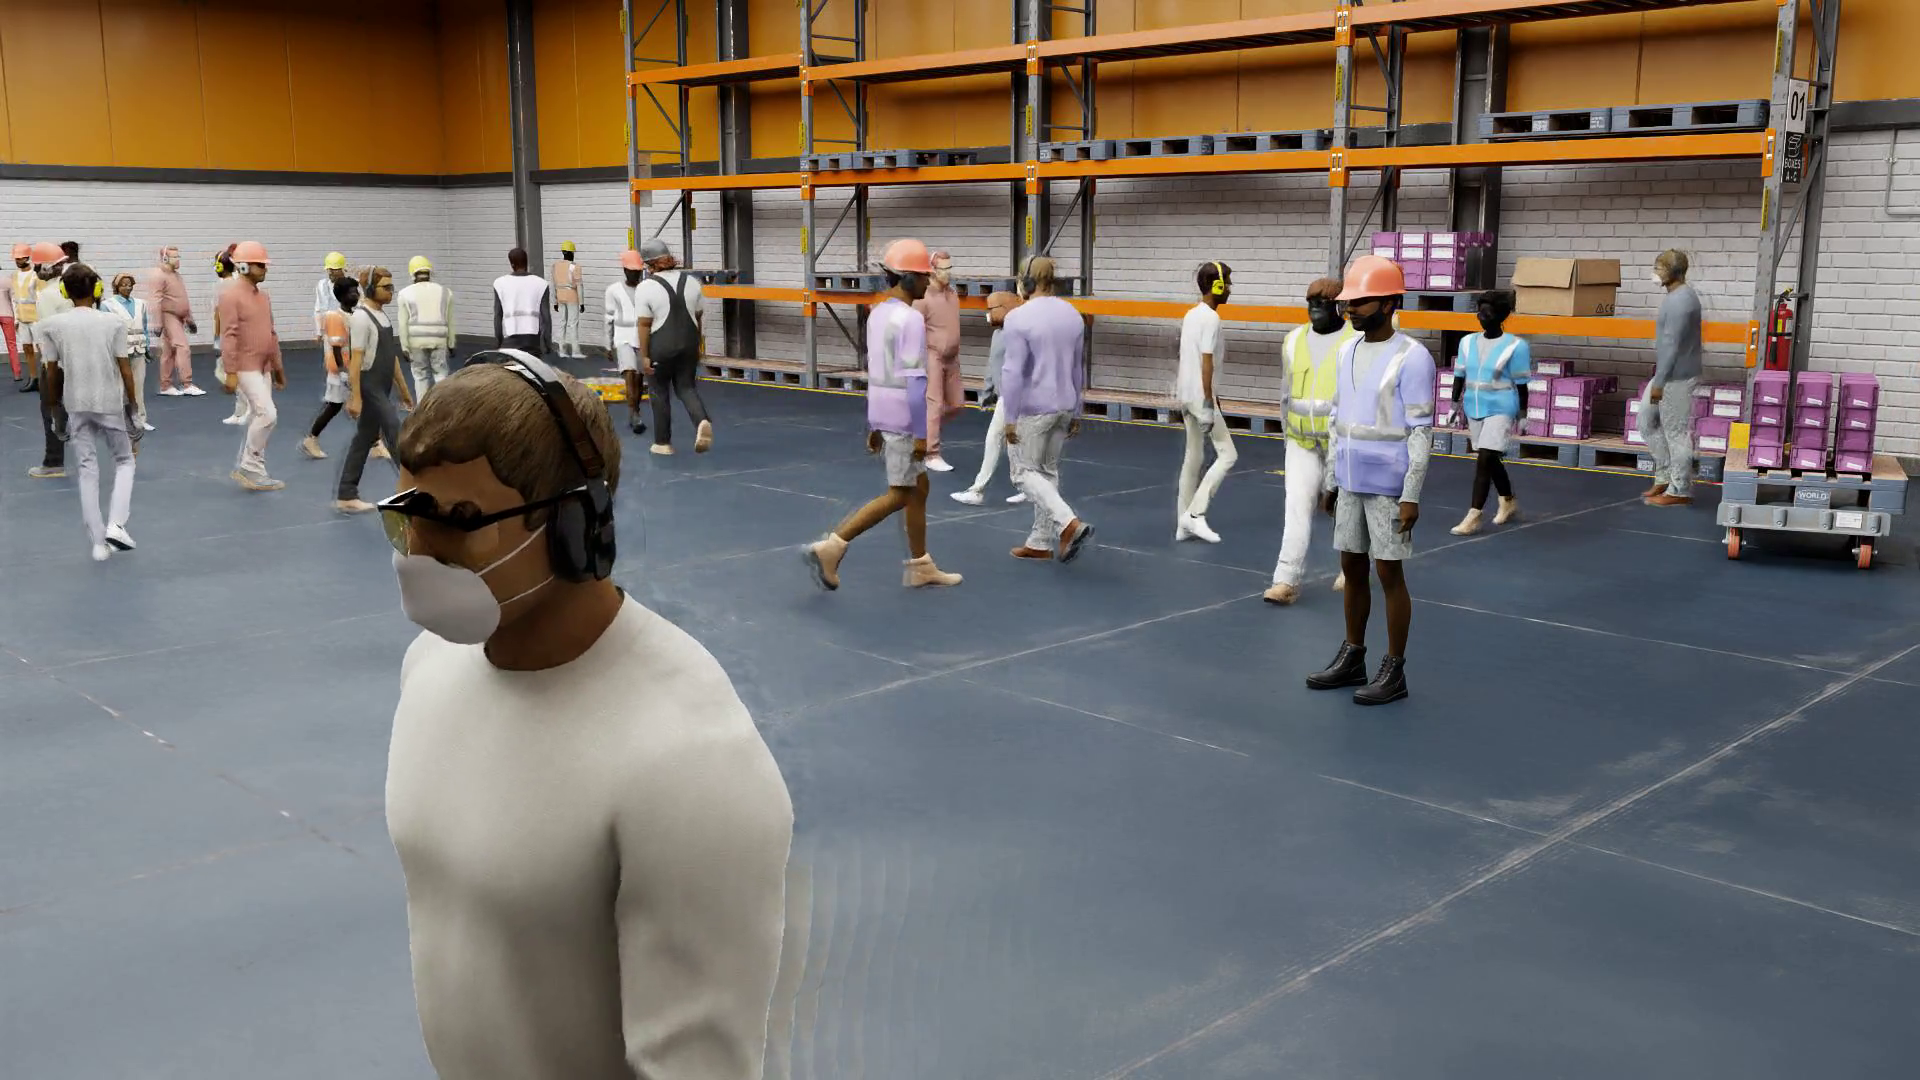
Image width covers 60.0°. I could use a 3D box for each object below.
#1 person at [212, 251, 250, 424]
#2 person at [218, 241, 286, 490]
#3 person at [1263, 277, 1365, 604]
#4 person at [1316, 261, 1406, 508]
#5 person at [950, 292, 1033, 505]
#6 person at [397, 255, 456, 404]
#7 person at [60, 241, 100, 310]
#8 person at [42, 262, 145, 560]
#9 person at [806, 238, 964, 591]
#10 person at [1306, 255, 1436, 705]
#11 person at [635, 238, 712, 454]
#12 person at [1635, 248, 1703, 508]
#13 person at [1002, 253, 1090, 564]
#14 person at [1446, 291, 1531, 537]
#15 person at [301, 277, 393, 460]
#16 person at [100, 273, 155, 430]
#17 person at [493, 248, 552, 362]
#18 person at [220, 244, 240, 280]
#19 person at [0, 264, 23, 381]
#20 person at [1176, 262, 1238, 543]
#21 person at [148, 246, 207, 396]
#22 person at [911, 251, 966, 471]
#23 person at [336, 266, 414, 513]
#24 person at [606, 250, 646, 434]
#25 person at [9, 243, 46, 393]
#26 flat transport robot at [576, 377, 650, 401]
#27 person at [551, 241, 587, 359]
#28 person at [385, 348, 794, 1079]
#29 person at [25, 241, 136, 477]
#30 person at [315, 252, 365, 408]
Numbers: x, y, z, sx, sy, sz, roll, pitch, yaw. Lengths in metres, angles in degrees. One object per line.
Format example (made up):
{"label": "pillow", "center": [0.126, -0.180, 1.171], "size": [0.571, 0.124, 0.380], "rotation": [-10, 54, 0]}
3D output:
{"label": "person", "center": [-7.708, -2.141, 17.720], "size": [0.482, 1.853, 0.556], "rotation": [3, 11, 17]}
{"label": "person", "center": [-5.545, -1.356, 13.120], "size": [0.456, 1.973, 0.635], "rotation": [1, 10, 4]}
{"label": "person", "center": [2.044, -0.553, 9.245], "size": [0.641, 1.795, 0.963], "rotation": [7, 13, 35]}
{"label": "person", "center": [2.877, -1.074, 11.923], "size": [0.827, 1.856, 0.608], "rotation": [-1, 10, -5]}
{"label": "person", "center": [0.250, -1.052, 12.484], "size": [0.799, 1.592, 0.503], "rotation": [-2, 11, -12]}
{"label": "person", "center": [-5.606, -2.087, 17.536], "size": [0.600, 1.811, 0.576], "rotation": [-6, 12, -31]}
{"label": "person", "center": [-12.387, -3.221, 23.359], "size": [0.475, 1.941, 0.655], "rotation": [7, 12, 32]}
{"label": "person", "center": [-5.406, -0.799, 10.422], "size": [0.554, 1.848, 0.419], "rotation": [-3, 11, -14]}
{"label": "person", "center": [-0.423, -0.671, 9.316], "size": [0.892, 2.016, 0.604], "rotation": [-4, 11, -19]}
{"label": "person", "center": [1.768, -0.252, 7.202], "size": [0.374, 1.935, 0.552], "rotation": [-6, 12, -29]}
{"label": "person", "center": [-2.620, -1.767, 15.181], "size": [0.703, 2.000, 0.778], "rotation": [-8, 13, -38]}
{"label": "person", "center": [5.255, -1.185, 12.325], "size": [0.496, 1.920, 0.654], "rotation": [4, 11, 19]}
{"label": "person", "center": [0.551, -0.770, 10.089], "size": [0.632, 1.919, 0.651], "rotation": [-9, 14, -41]}
{"label": "person", "center": [3.652, -0.883, 11.406], "size": [0.862, 1.655, 0.537], "rotation": [-7, 13, -35]}
{"label": "person", "center": [-5.552, -1.536, 14.958], "size": [0.845, 1.665, 0.532], "rotation": [3, 11, 14]}
{"label": "person", "center": [-8.568, -1.923, 17.125], "size": [0.311, 1.638, 0.523], "rotation": [5, 12, 27]}
{"label": "person", "center": [-4.699, -2.196, 17.928], "size": [0.612, 1.889, 0.519], "rotation": [-2, 11, -13]}
{"label": "person", "center": [-11.457, -3.755, 26.450], "size": [0.573, 1.884, 0.355], "rotation": [-10, 14, -42]}
{"label": "person", "center": [-13.299, -3.064, 22.999], "size": [0.523, 1.769, 0.322], "rotation": [-6, 12, -31]}
{"label": "person", "center": [1.634, -0.897, 10.970], "size": [0.469, 1.845, 0.531], "rotation": [-3, 11, -14]}
{"label": "person", "center": [-9.786, -2.740, 20.908], "size": [0.776, 1.878, 0.671], "rotation": [-1, 10, -4]}
{"label": "person", "center": [-0.209, -1.537, 14.332], "size": [0.455, 1.889, 0.673], "rotation": [7, 13, 34]}
{"label": "person", "center": [-4.140, -1.069, 12.038], "size": [0.952, 1.792, 0.536], "rotation": [0, 10, -2]}
{"label": "person", "center": [-3.365, -2.048, 17.207], "size": [0.562, 1.869, 1.019], "rotation": [-4, 11, -21]}
{"label": "person", "center": [-11.966, -2.845, 21.390], "size": [0.545, 1.928, 0.397], "rotation": [3, 11, 17]}
{"label": "flat transport robot", "center": [-4.405, -1.876, 20.604], "size": [0.652, 0.197, 1.431], "rotation": [-7, 13, -35]}
{"label": "person", "center": [-6.427, -3.942, 27.349], "size": [0.594, 1.924, 0.383], "rotation": [4, 11, 22]}
{"label": "person", "center": [-0.475, 0.758, 1.776], "size": [0.654, 1.901, 0.837], "rotation": [10, 14, 43]}
{"label": "person", "center": [-7.431, -1.501, 13.904], "size": [0.795, 1.975, 0.621], "rotation": [1, 10, 3]}
{"label": "person", "center": [-7.276, -2.453, 19.521], "size": [0.588, 1.822, 0.403], "rotation": [0, 10, 0]}
